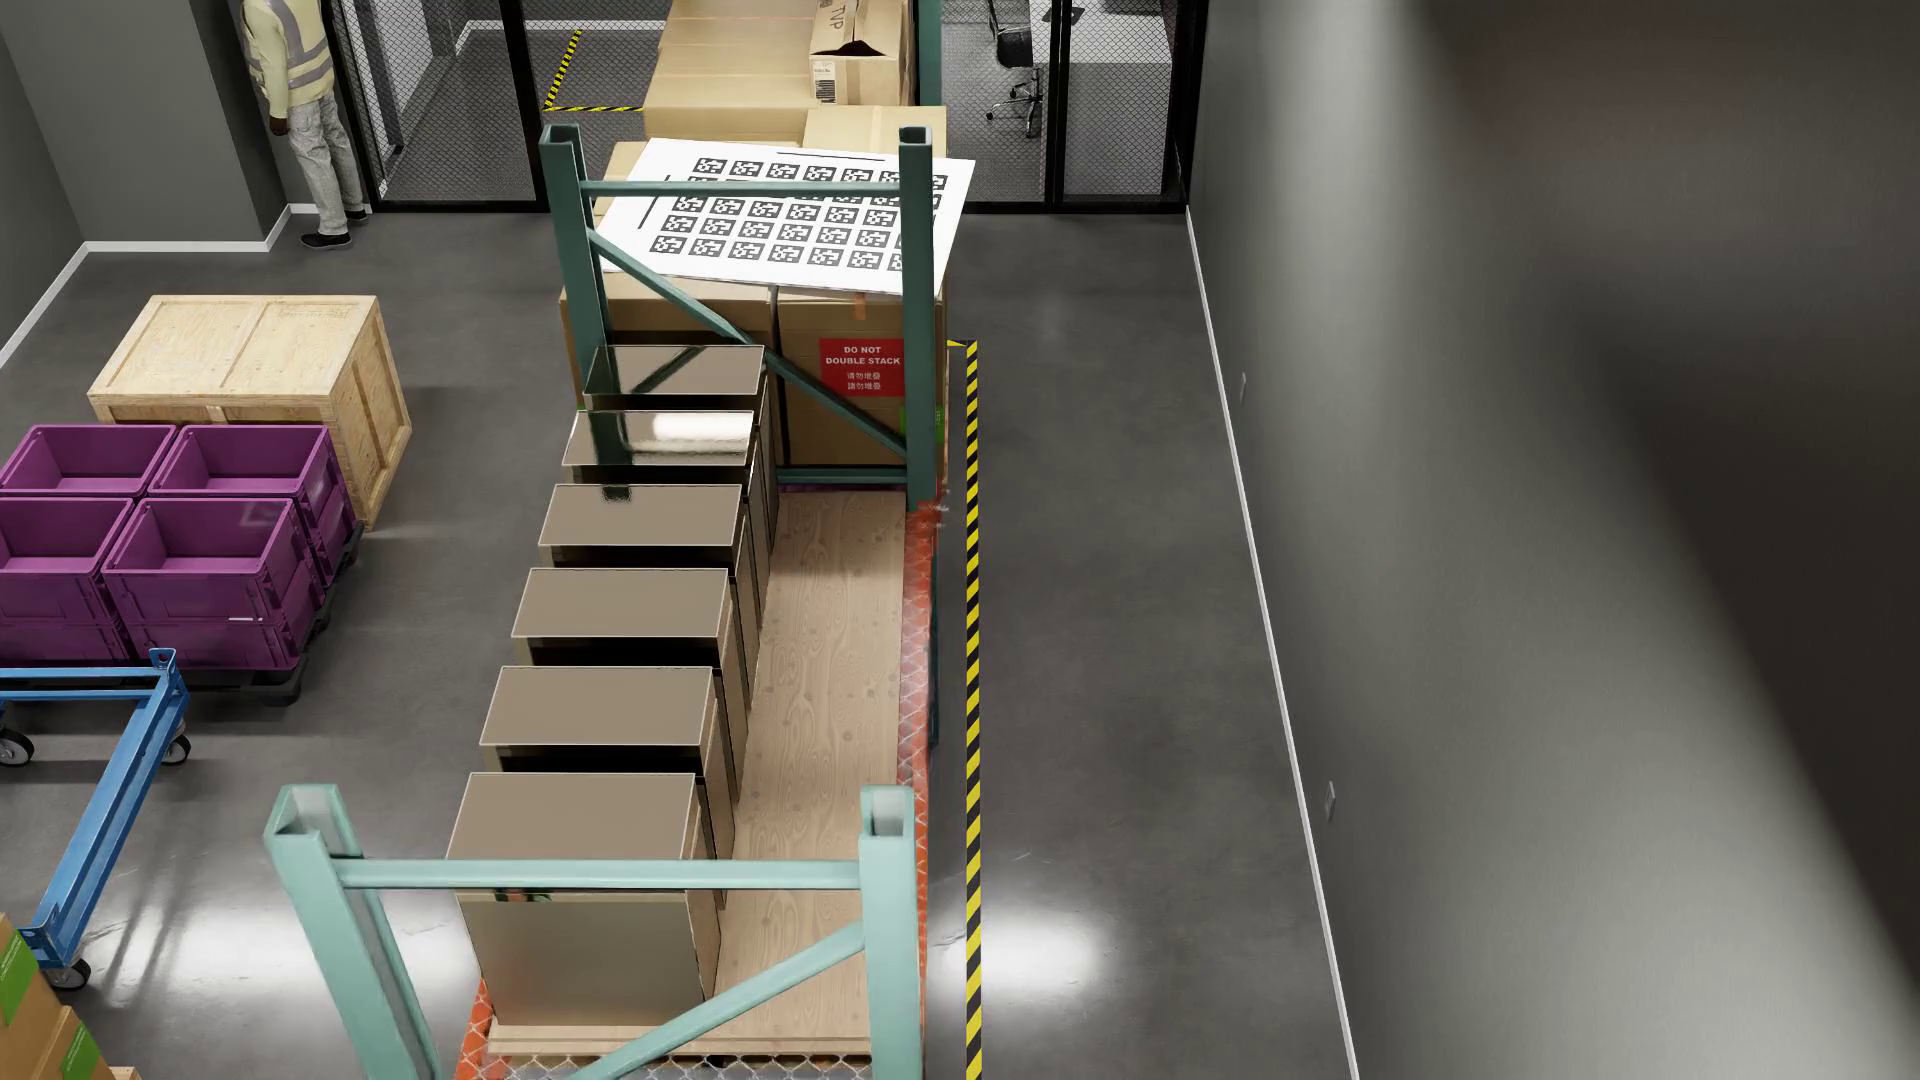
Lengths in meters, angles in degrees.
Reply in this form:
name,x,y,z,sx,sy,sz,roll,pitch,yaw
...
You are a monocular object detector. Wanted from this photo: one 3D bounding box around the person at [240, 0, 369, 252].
name,x,y,z,sx,sy,sz,roll,pitch,yaw
person,-3.475,-2.388,8.695,0.403,1.834,0.588,5,41,6
